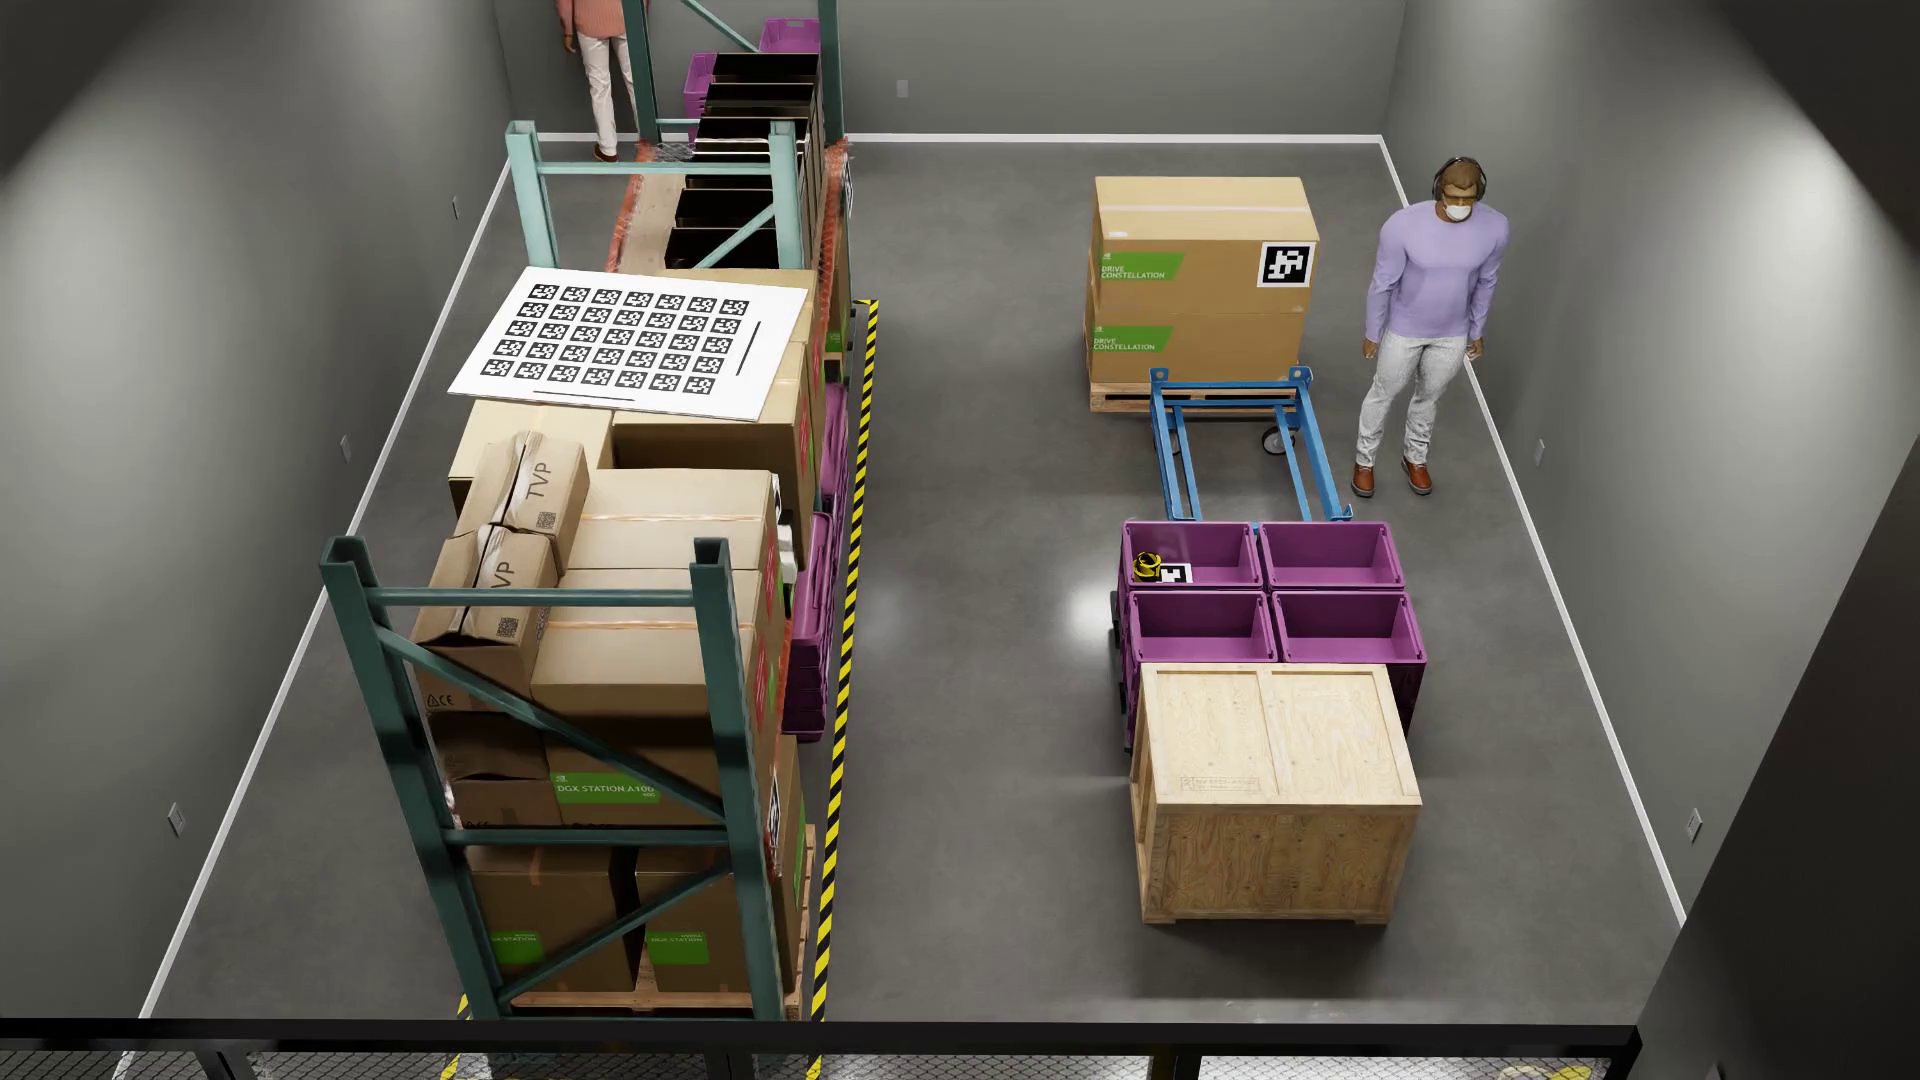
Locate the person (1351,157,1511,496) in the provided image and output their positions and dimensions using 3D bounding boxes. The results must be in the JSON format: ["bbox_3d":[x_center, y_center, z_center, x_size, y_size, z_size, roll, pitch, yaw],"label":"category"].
[{"bbox_3d":[2.326,-1.054,8.315,0.635,1.937,0.352,-2,41,-2],"label":"person"}]

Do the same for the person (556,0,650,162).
[{"bbox_3d":[-2.343,-3.426,10.978,0.608,1.996,0.382,-15,44,-17],"label":"person"}]

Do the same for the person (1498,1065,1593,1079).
[{"bbox_3d":[1.617,2.070,4.832,0.404,1.830,0.601,5,42,6],"label":"person"}]
